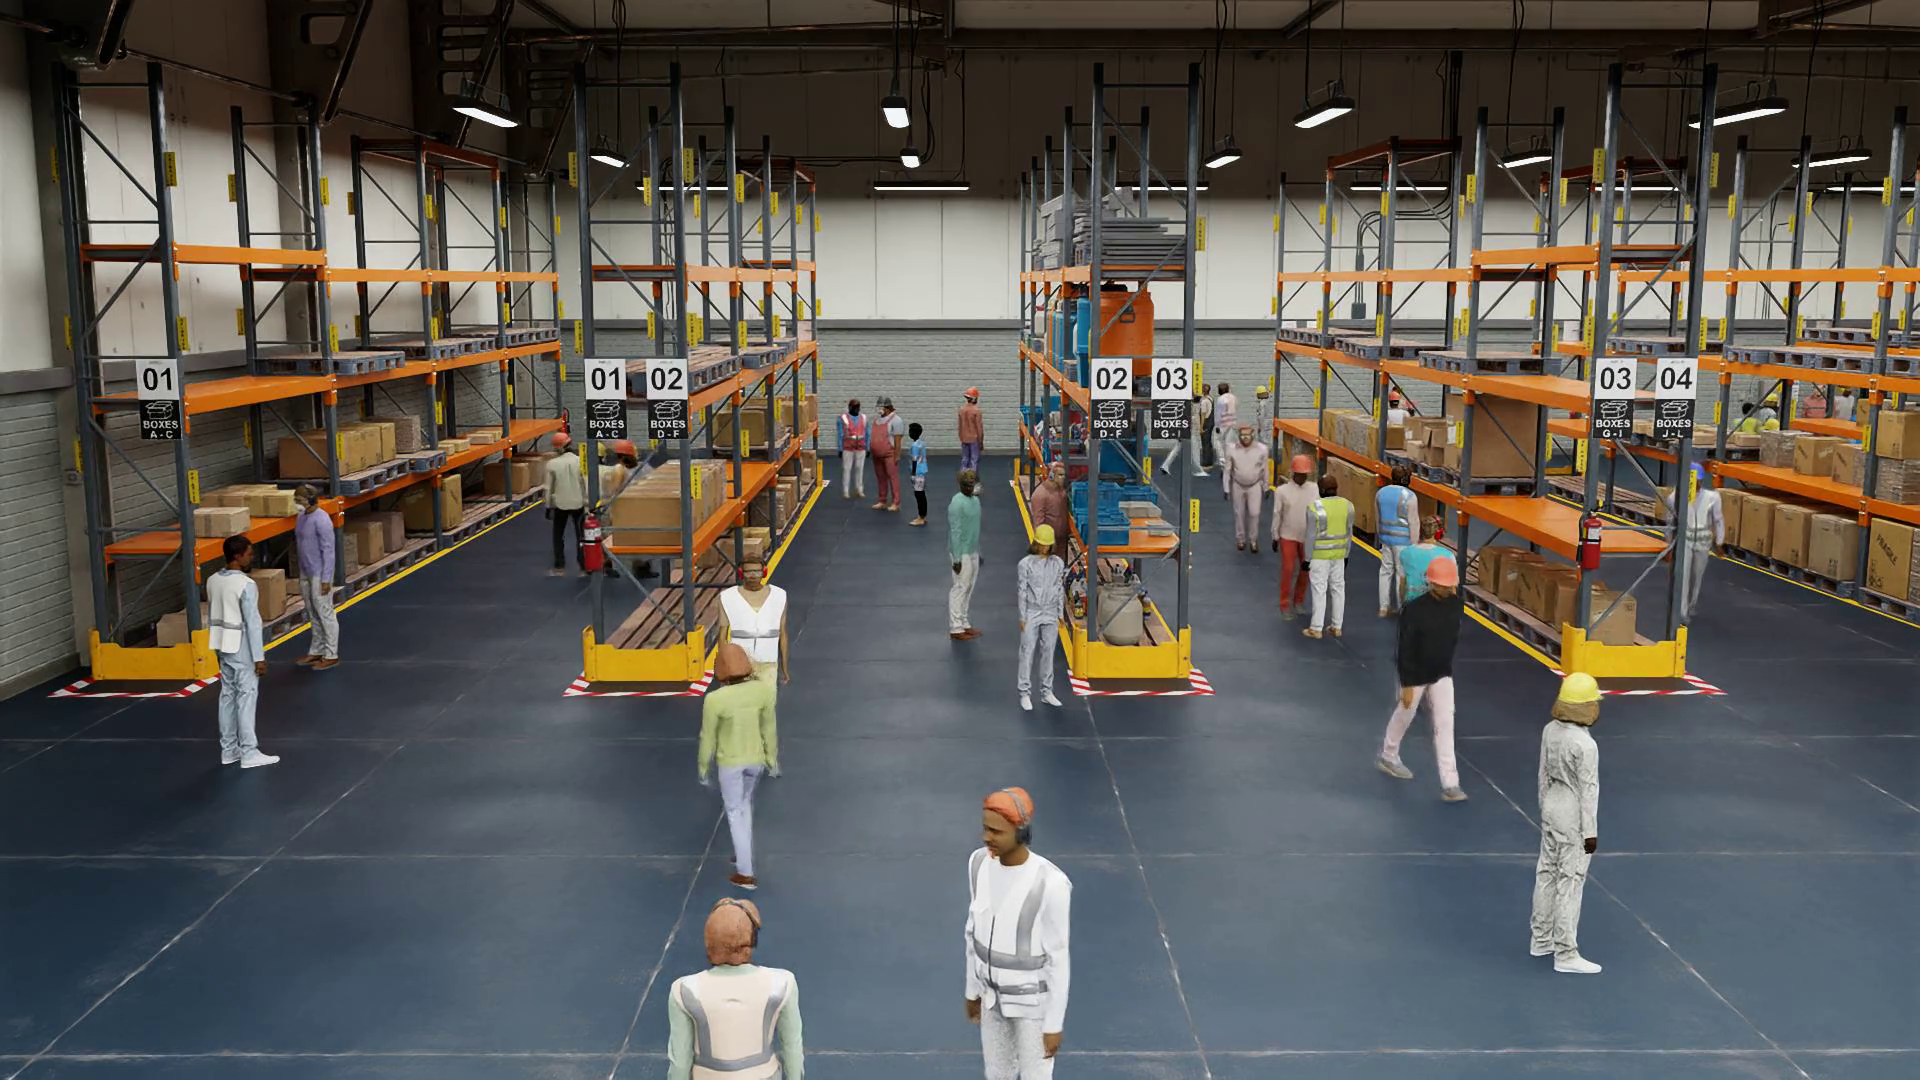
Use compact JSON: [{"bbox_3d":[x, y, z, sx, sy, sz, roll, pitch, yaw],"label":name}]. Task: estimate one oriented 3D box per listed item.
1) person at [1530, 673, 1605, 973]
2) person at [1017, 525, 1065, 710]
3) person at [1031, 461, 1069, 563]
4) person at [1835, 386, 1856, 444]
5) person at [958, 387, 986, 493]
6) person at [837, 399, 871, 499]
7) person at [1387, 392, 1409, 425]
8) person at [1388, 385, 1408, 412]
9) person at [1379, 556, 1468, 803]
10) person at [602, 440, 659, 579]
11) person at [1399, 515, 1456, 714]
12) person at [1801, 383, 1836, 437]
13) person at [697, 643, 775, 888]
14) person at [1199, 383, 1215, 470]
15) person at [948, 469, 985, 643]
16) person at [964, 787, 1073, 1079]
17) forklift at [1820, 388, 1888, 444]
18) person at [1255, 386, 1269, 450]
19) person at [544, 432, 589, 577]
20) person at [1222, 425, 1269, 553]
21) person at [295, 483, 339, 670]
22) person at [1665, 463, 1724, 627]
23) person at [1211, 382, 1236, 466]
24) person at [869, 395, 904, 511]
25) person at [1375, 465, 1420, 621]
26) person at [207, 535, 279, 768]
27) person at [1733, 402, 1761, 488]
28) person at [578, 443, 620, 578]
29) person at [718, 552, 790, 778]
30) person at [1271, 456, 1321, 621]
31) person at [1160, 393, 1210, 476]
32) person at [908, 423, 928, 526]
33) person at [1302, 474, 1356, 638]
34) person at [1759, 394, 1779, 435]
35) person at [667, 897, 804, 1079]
[{"bbox_3d":[3.552,1.624,9.653,0.308,1.741,0.494,-2,9,-12],"label":"person"},{"bbox_3d":[0.767,0.713,15.535,0.483,1.735,0.311,-4,10,-25],"label":"person"},{"bbox_3d":[1.090,0.024,19.473,0.401,1.897,0.649,6,11,33],"label":"person"},{"bbox_3d":[18.880,-2.440,35.433,0.570,1.848,0.577,-2,9,-12],"label":"person"},{"bbox_3d":[0.224,-1.876,31.358,0.378,1.995,0.612,-9,12,-44],"label":"person"},{"bbox_3d":[-1.938,-1.677,30.608,0.635,1.839,0.428,-3,9,-21],"label":"person"},{"bbox_3d":[8.122,-1.815,31.188,0.543,1.929,0.387,0,9,3],"label":"person"},{"bbox_3d":[9.021,-2.266,34.346,0.326,1.853,0.508,-7,11,-39],"label":"person"},{"bbox_3d":[3.609,1.036,12.952,0.623,1.906,1.110,-3,9,-18],"label":"person"},{"bbox_3d":[-4.477,-0.403,22.209,0.813,1.895,0.572,-2,9,-12],"label":"person"},{"bbox_3d":[4.309,0.685,15.361,0.564,1.846,0.390,8,12,43],"label":"person"},{"bbox_3d":[17.866,-2.339,34.663,0.647,1.900,0.402,7,11,36],"label":"person"},{"bbox_3d":[-1.521,1.468,11.053,0.520,1.608,0.628,-7,11,-38],"label":"person"},{"bbox_3d":[5.203,-2.386,35.152,0.341,1.839,0.504,5,10,28],"label":"person"},{"bbox_3d":[0.063,0.168,18.458,0.404,1.927,0.653,3,9,21],"label":"person"},{"bbox_3d":[0.238,1.959,7.077,0.344,1.878,0.581,-8,12,-42],"label":"person"},{"bbox_3d":[20.072,-3.110,36.462,1.873,2.768,1.129,0,9,0],"label":"forklift"},{"bbox_3d":[6.518,-2.464,35.974,0.307,1.736,0.484,3,9,20],"label":"person"},{"bbox_3d":[-5.193,-0.463,22.391,0.786,1.971,0.466,-2,9,-13],"label":"person"},{"bbox_3d":[4.188,-0.741,24.420,0.683,1.872,0.850,2,9,12],"label":"person"},{"bbox_3d":[-6.631,0.370,17.107,0.378,1.936,0.628,-9,12,-44],"label":"person"},{"bbox_3d":[8.569,0.025,19.475,0.597,1.905,1.012,2,9,13],"label":"person"},{"bbox_3d":[5.670,-2.470,35.718,0.465,1.828,0.652,8,12,43],"label":"person"},{"bbox_3d":[-1.327,-1.524,28.947,0.535,2.000,0.679,-8,12,-43],"label":"person"},{"bbox_3d":[5.174,0.029,19.601,0.429,1.844,0.625,-6,10,-32],"label":"person"},{"bbox_3d":[-5.939,0.914,13.662,0.591,1.916,0.379,6,11,33],"label":"person"},{"bbox_3d":[15.051,-1.794,31.814,0.533,1.686,0.507,1,9,6],"label":"person"},{"bbox_3d":[-4.857,-0.392,22.394,0.606,1.827,0.403,1,9,9],"label":"person"},{"bbox_3d":[-1.653,1.000,13.333,0.571,1.844,0.376,-3,9,-19],"label":"person"},{"bbox_3d":[4.006,-0.046,19.748,0.635,1.957,0.697,0,9,1],"label":"person"},{"bbox_3d":[4.601,-2.227,34.053,0.996,1.872,0.636,0,9,1],"label":"person"},{"bbox_3d":[-0.692,-1.078,27.218,0.322,1.690,0.532,1,9,9],"label":"person"},{"bbox_3d":[4.094,0.182,18.615,0.627,1.843,0.429,-4,10,-24],"label":"person"},{"bbox_3d":[16.322,-2.089,33.582,0.320,1.731,0.489,0,9,-3],"label":"person"},{"bbox_3d":[-0.858,2.183,6.398,0.523,1.636,0.310,-2,9,-12],"label":"person"}]
